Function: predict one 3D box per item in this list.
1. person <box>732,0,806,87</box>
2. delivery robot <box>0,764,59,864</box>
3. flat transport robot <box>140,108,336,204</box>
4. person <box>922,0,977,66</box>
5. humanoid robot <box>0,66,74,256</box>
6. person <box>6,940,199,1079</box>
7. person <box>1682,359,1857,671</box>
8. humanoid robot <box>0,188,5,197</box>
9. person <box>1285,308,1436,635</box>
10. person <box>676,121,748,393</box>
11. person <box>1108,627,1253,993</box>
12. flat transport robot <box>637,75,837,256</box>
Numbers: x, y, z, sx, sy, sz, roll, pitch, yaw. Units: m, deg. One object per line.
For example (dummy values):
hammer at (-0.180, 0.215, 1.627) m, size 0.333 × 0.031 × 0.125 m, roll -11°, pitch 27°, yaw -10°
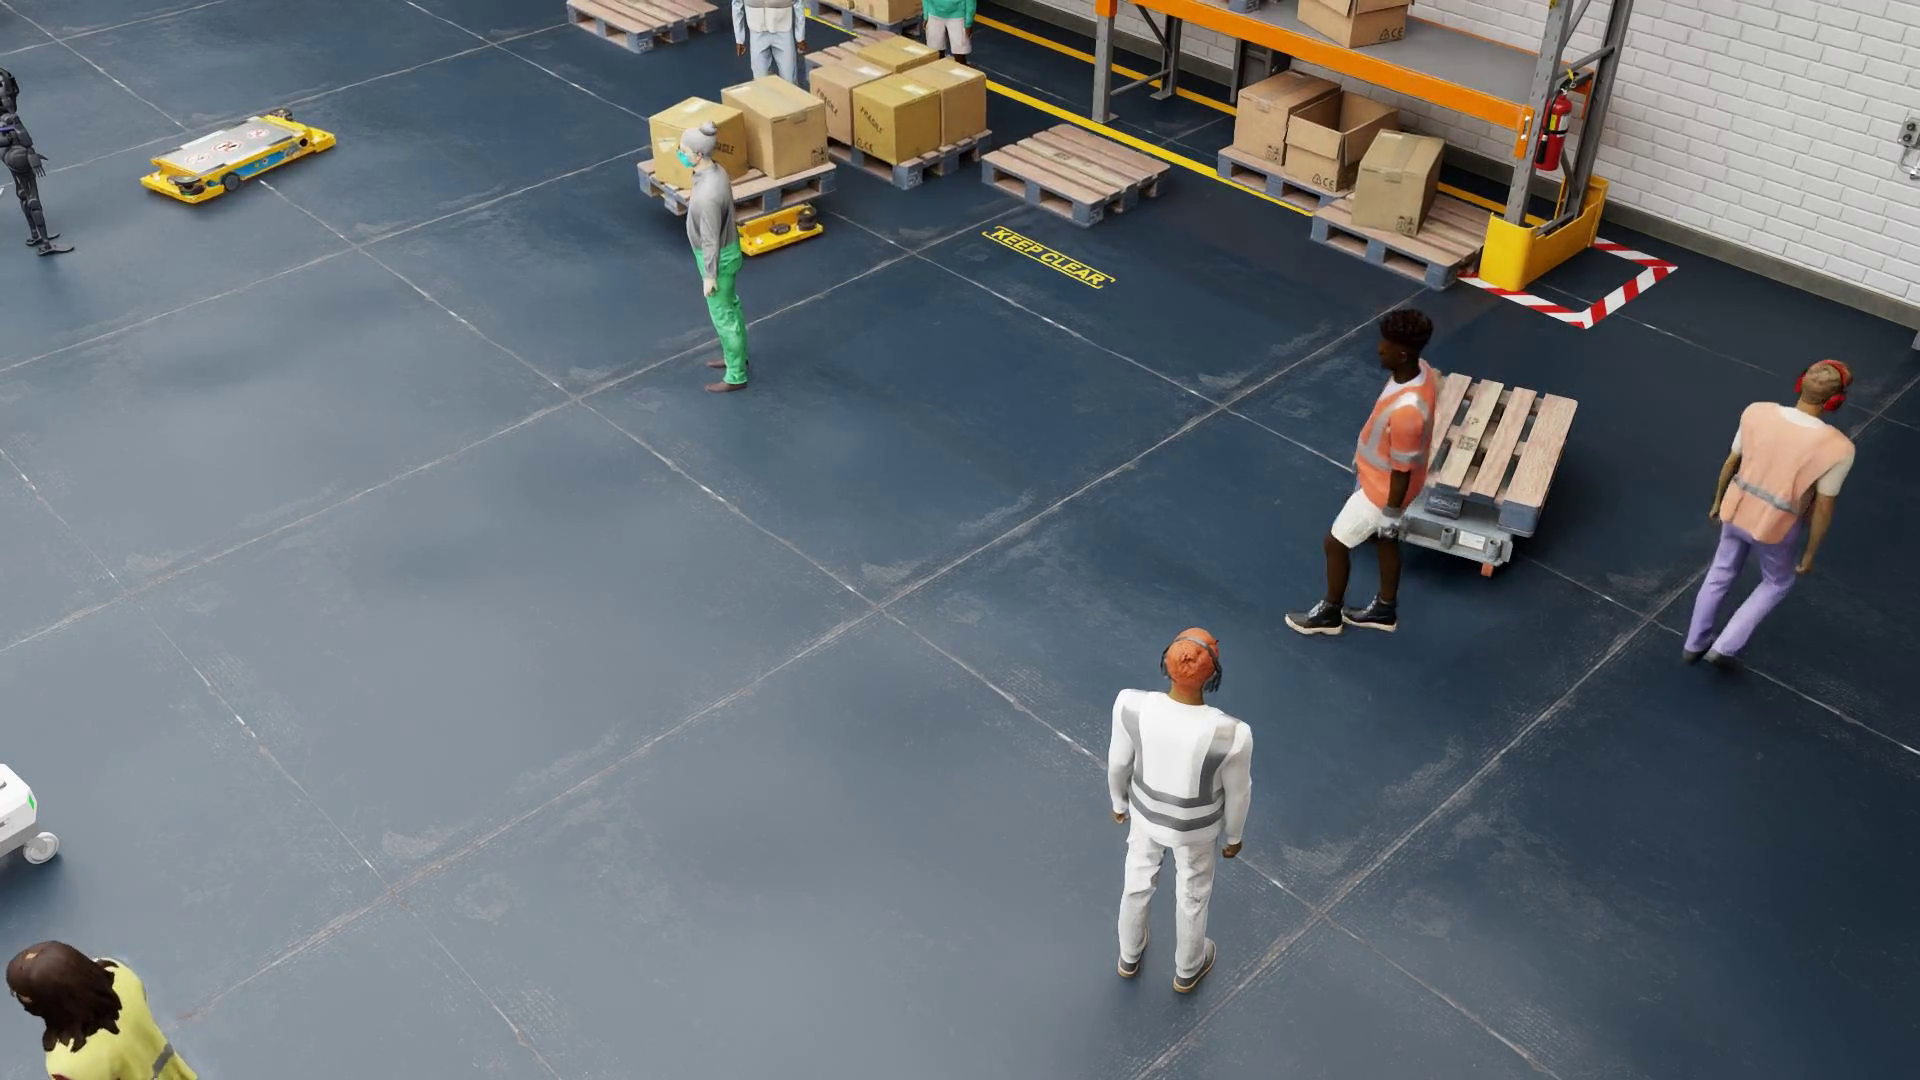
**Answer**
person at (-1.567, -4.186, 13.720) m, size 0.595 × 1.908 × 0.408 m, roll 0°, pitch 37°, yaw 0°
delivery robot at (-4.561, 1.387, 7.476) m, size 0.499 × 0.614 × 0.791 m, roll 26°, pitch 44°, yaw 30°
flat transport robot at (-5.957, -3.180, 13.743) m, size 0.659 × 0.231 × 1.431 m, roll 22°, pitch 42°, yaw 26°
person at (-0.085, -4.475, 14.153) m, size 0.497 × 1.843 × 0.405 m, roll 15°, pitch 40°, yaw 19°
humanoid robot at (-6.959, -2.933, 12.237) m, size 0.315 × 1.657 × 0.599 m, roll -26°, pitch 44°, yaw -30°
person at (-2.948, 1.967, 5.720) m, size 0.911 × 1.727 × 0.477 m, roll -1°, pitch 37°, yaw -1°
person at (4.033, -0.075, 8.341) m, size 0.457 × 1.819 × 0.595 m, roll -27°, pitch 45°, yaw -31°
humanoid robot at (-7.912, -3.399, 12.821) m, size 0.534 × 1.767 × 0.789 m, roll -17°, pitch 40°, yaw -21°
person at (2.079, -0.336, 8.588) m, size 0.712 × 1.946 × 0.610 m, roll 13°, pitch 39°, yaw 17°
person at (-1.567, -1.812, 10.638) m, size 0.344 × 1.835 × 0.511 m, roll -3°, pitch 37°, yaw -4°
person at (0.874, 1.113, 6.722) m, size 0.573 × 1.882 × 0.356 m, roll 14°, pitch 39°, yaw 17°
flat transport robot at (-1.739, -2.642, 13.031) m, size 0.659 × 0.231 × 1.431 m, roll -25°, pitch 44°, yaw -29°
